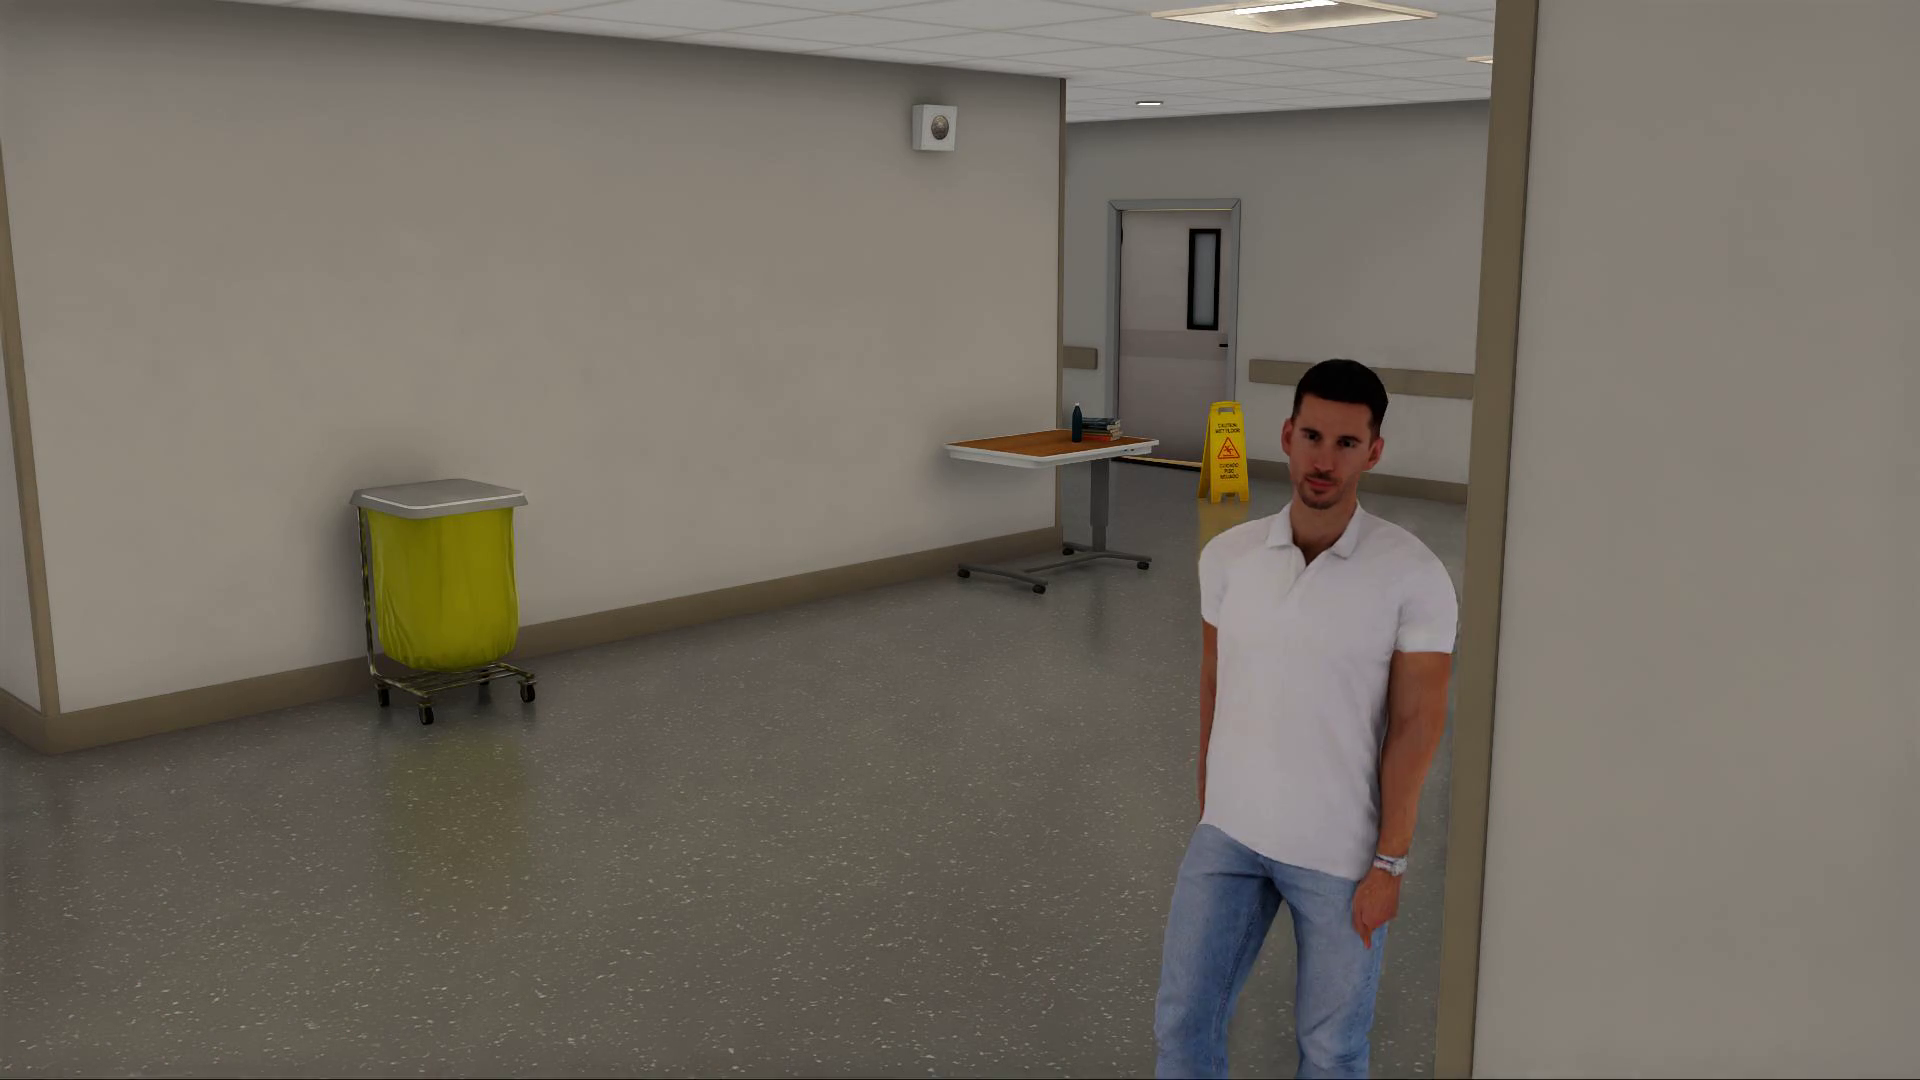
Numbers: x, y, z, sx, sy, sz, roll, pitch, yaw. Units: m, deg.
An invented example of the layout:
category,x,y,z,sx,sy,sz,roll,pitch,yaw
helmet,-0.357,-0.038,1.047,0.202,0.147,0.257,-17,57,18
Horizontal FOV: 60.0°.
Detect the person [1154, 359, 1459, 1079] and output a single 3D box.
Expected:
category,x,y,z,sx,sy,sz,roll,pitch,yaw
person,0.706,0.571,3.292,0.848,1.836,0.818,8,13,37
